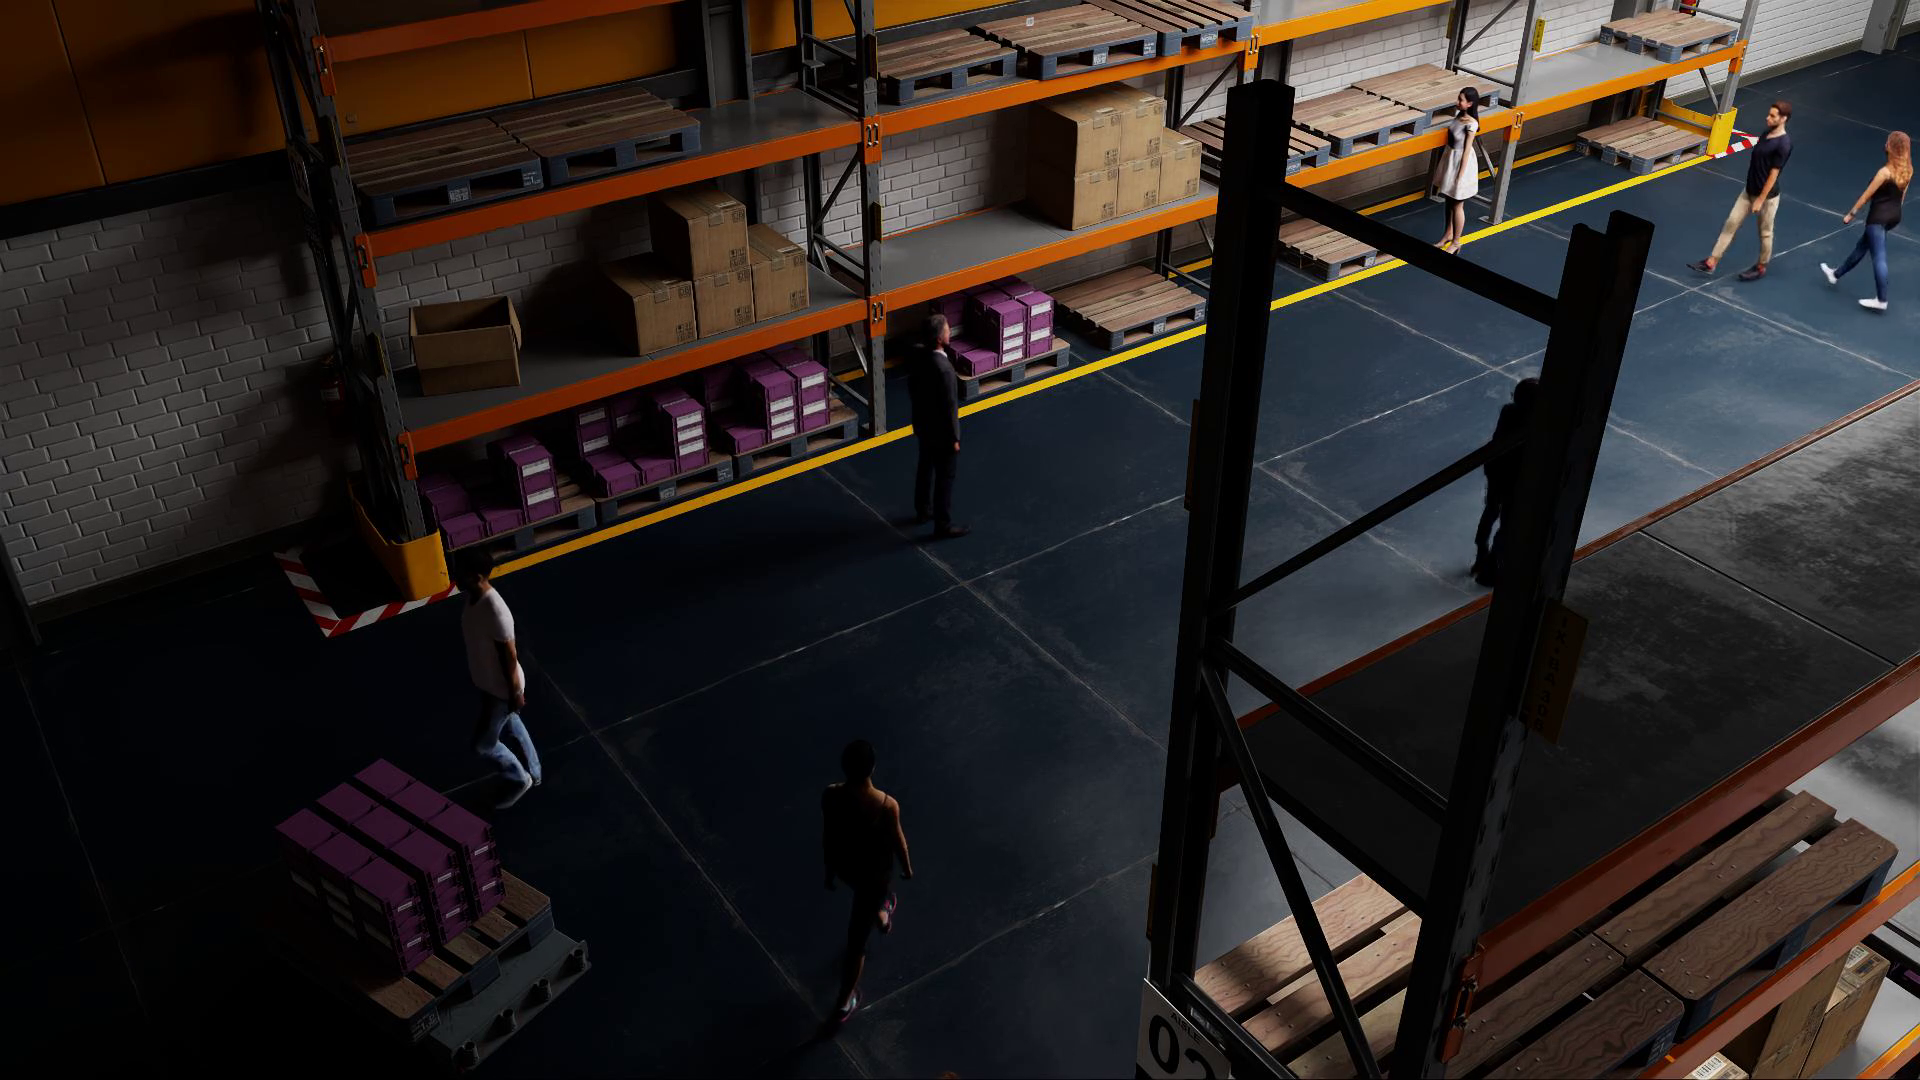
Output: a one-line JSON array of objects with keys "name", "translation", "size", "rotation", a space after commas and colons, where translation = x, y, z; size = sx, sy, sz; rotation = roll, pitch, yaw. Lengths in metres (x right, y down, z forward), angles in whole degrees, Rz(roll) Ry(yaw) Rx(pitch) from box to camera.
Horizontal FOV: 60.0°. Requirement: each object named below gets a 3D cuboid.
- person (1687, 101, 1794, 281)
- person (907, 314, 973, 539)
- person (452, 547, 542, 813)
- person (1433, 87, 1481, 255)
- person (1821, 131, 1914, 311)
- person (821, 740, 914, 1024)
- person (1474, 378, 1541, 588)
[{"name": "person", "translation": [8.019, -3.426, 16.468], "size": [1.128, 1.826, 0.939], "rotation": [-5, 34, -8]}, {"name": "person", "translation": [-0.177, -0.884, 12.631], "size": [0.580, 1.841, 0.723], "rotation": [-20, 38, -27]}, {"name": "person", "translation": [-2.722, 0.820, 10.062], "size": [0.686, 1.846, 0.711], "rotation": [-16, 37, -23]}, {"name": "person", "translation": [5.097, -3.775, 17.045], "size": [0.803, 1.769, 0.777], "rotation": [-2, 34, -4]}, {"name": "person", "translation": [8.937, -3.021, 16.008], "size": [1.025, 1.662, 0.720], "rotation": [-19, 38, -27]}, {"name": "person", "translation": [-0.541, 1.821, 8.701], "size": [1.024, 1.687, 1.172], "rotation": [10, 35, 14]}, {"name": "person", "translation": [3.984, -0.452, 12.116], "size": [0.636, 1.692, 0.646], "rotation": [-21, 39, -29]}]
